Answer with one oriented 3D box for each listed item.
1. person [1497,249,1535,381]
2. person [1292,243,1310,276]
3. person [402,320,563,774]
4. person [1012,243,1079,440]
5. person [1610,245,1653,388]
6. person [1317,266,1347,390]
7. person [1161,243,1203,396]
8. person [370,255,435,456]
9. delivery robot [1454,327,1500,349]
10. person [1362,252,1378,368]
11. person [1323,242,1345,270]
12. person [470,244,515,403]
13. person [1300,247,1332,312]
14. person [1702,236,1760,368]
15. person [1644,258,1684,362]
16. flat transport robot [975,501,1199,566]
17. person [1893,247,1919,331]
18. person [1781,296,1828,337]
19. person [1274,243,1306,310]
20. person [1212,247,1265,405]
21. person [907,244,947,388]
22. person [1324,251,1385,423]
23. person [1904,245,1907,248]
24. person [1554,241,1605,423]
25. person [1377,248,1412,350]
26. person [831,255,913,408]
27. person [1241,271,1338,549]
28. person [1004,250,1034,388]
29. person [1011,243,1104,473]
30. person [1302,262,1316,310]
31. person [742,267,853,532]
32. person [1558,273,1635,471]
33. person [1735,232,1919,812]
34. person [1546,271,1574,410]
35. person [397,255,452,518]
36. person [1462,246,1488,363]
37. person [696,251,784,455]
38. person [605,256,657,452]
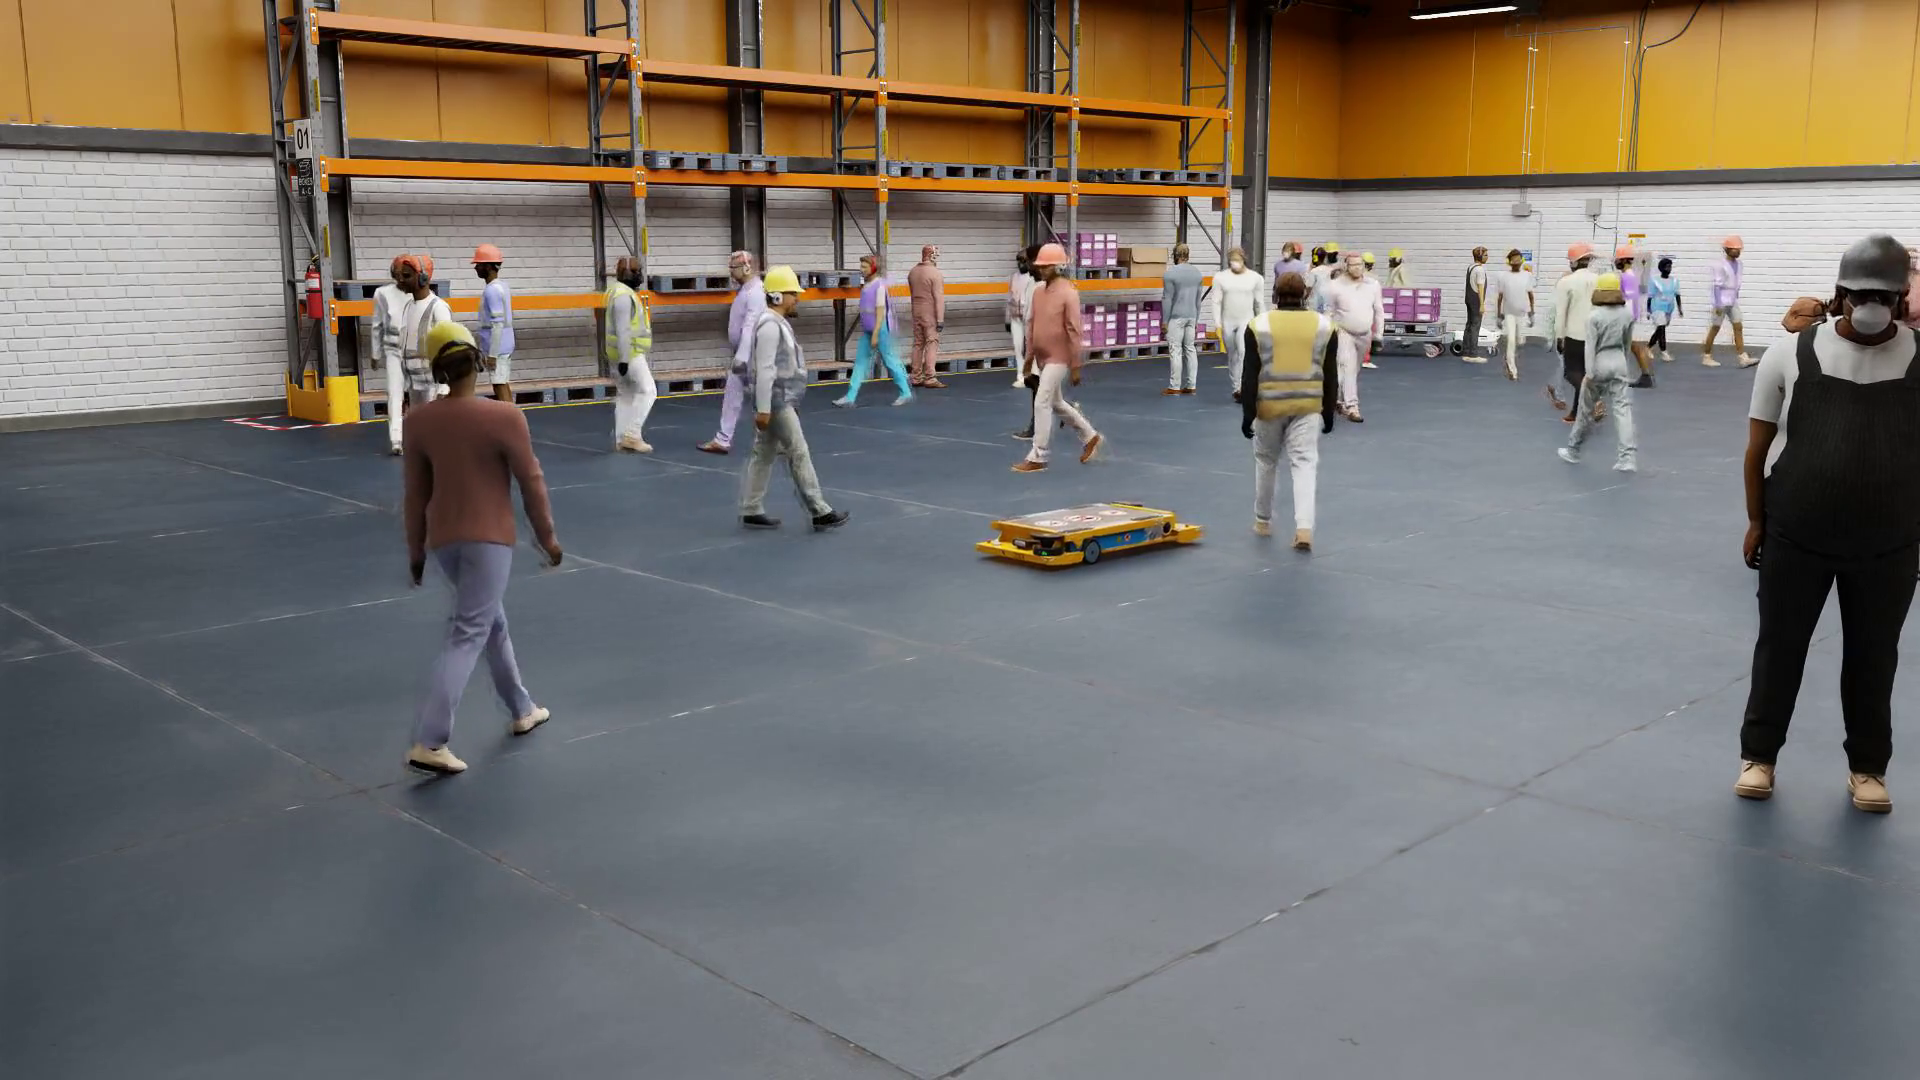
[{"bbox_3d":[7.799,-3.176,23.431,0.523,1.842,0.679,0,10,0],"label":"person"},{"bbox_3d":[5.947,-4.331,29.588,0.960,1.886,0.553,-7,12,-34],"label":"person"},{"bbox_3d":[-1.898,0.010,6.406,0.545,1.702,0.911,5,11,23],"label":"person"},{"bbox_3d":[0.857,-1.969,16.528,0.683,1.949,0.629,-4,11,-21],"label":"person"},{"bbox_3d":[8.812,-2.968,22.166,1.004,1.882,0.572,6,12,31],"label":"person"},{"bbox_3d":[4.832,-2.694,21.341,0.533,1.625,0.414,5,12,25],"label":"person"},{"bbox_3d":[2.797,-2.775,21.001,0.623,1.932,0.371,-8,13,-37],"label":"person"},{"bbox_3d":[-5.122,-1.687,15.315,0.635,1.831,0.921,-3,11,-16],"label":"person"},{"bbox_3d":[8.658,-3.397,27.868,0.707,0.478,0.477,6,12,30],"label":"delivery robot"},{"bbox_3d":[6.169,-3.507,25.417,0.326,1.767,0.533,-9,14,-41],"label":"person"},{"bbox_3d":[6.452,-4.237,29.049,0.611,1.890,0.869,10,14,42],"label":"person"},{"bbox_3d":[-4.380,-1.800,15.638,0.366,1.939,0.542,-2,11,-8],"label":"person"},{"bbox_3d":[5.287,-3.475,25.032,0.762,1.845,0.509,10,14,42],"label":"person"},{"bbox_3d":[11.773,-3.605,25.304,0.630,1.998,0.982,-5,11,-24],"label":"person"},{"bbox_3d":[11.333,-3.723,26.903,0.542,1.658,0.871,-3,11,-15],"label":"person"},{"bbox_3d":[0.833,-0.057,10.682,1.431,0.197,0.652,-10,14,-42],"label":"flat transport robot"},{"bbox_3d":[11.765,-2.675,20.602,0.651,1.871,0.874,-1,10,-6],"label":"person"},{"bbox_3d":[5.440,-0.769,10.852,0.508,1.631,0.266,-7,12,-32],"label":"person"},{"bbox_3d":[5.604,-4.077,28.262,0.642,1.906,1.003,9,14,41],"label":"person"},{"bbox_3d":[3.329,-2.570,19.990,0.624,1.871,1.077,3,11,17],"label":"person"},{"bbox_3d":[-0.407,-2.965,22.105,0.404,1.900,0.639,-9,14,-40],"label":"person"},{"bbox_3d":[4.327,-2.259,18.397,0.631,1.856,1.020,-2,11,-12],"label":"person"},{"bbox_3d":[13.261,-3.289,23.913,0.639,1.891,0.794,-6,12,-28],"label":"person"},{"bbox_3d":[6.638,-2.172,17.620,0.617,1.967,0.772,-3,11,-14],"label":"person"},{"bbox_3d":[7.615,-4.244,29.366,0.925,1.783,0.590,0,10,-2],"label":"person"},{"bbox_3d":[-0.996,-2.435,19.528,1.026,1.795,0.581,-5,12,-26],"label":"person"},{"bbox_3d":[2.161,-0.859,10.914,0.647,1.798,0.964,0,10,1],"label":"person"},{"bbox_3d":[0.873,-2.932,22.115,0.646,1.824,0.444,6,12,30],"label":"person"},{"bbox_3d":[0.869,-1.571,14.339,0.945,1.966,0.610,-5,12,-26],"label":"person"},{"bbox_3d":[5.807,-3.750,27.146,0.535,1.616,0.685,4,11,23],"label":"person"},{"bbox_3d":[-1.120,-0.951,11.369,0.855,1.798,0.625,-1,10,-4],"label":"person"},{"bbox_3d":[5.627,-1.469,14.508,0.491,1.694,0.918,-2,11,-8],"label":"person"},{"bbox_3d":[3.118,-0.056,5.851,0.674,2.000,0.535,4,11,23],"label":"person"},{"bbox_3d":[7.067,-2.341,19.479,0.529,1.612,0.497,-3,11,-16],"label":"person"},{"bbox_3d":[-3.852,-1.106,12.003,0.342,1.882,0.586,-10,14,-44],"label":"person"},{"bbox_3d":[8.232,-3.749,26.522,0.330,1.844,0.520,-1,10,-5],"label":"person"},{"bbox_3d":[-2.019,-1.679,15.153,0.908,1.866,0.643,-5,11,-23],"label":"person"},{"bbox_3d":[-3.046,-1.716,15.508,0.505,1.827,0.628,-3,11,-15],"label":"person"}]
